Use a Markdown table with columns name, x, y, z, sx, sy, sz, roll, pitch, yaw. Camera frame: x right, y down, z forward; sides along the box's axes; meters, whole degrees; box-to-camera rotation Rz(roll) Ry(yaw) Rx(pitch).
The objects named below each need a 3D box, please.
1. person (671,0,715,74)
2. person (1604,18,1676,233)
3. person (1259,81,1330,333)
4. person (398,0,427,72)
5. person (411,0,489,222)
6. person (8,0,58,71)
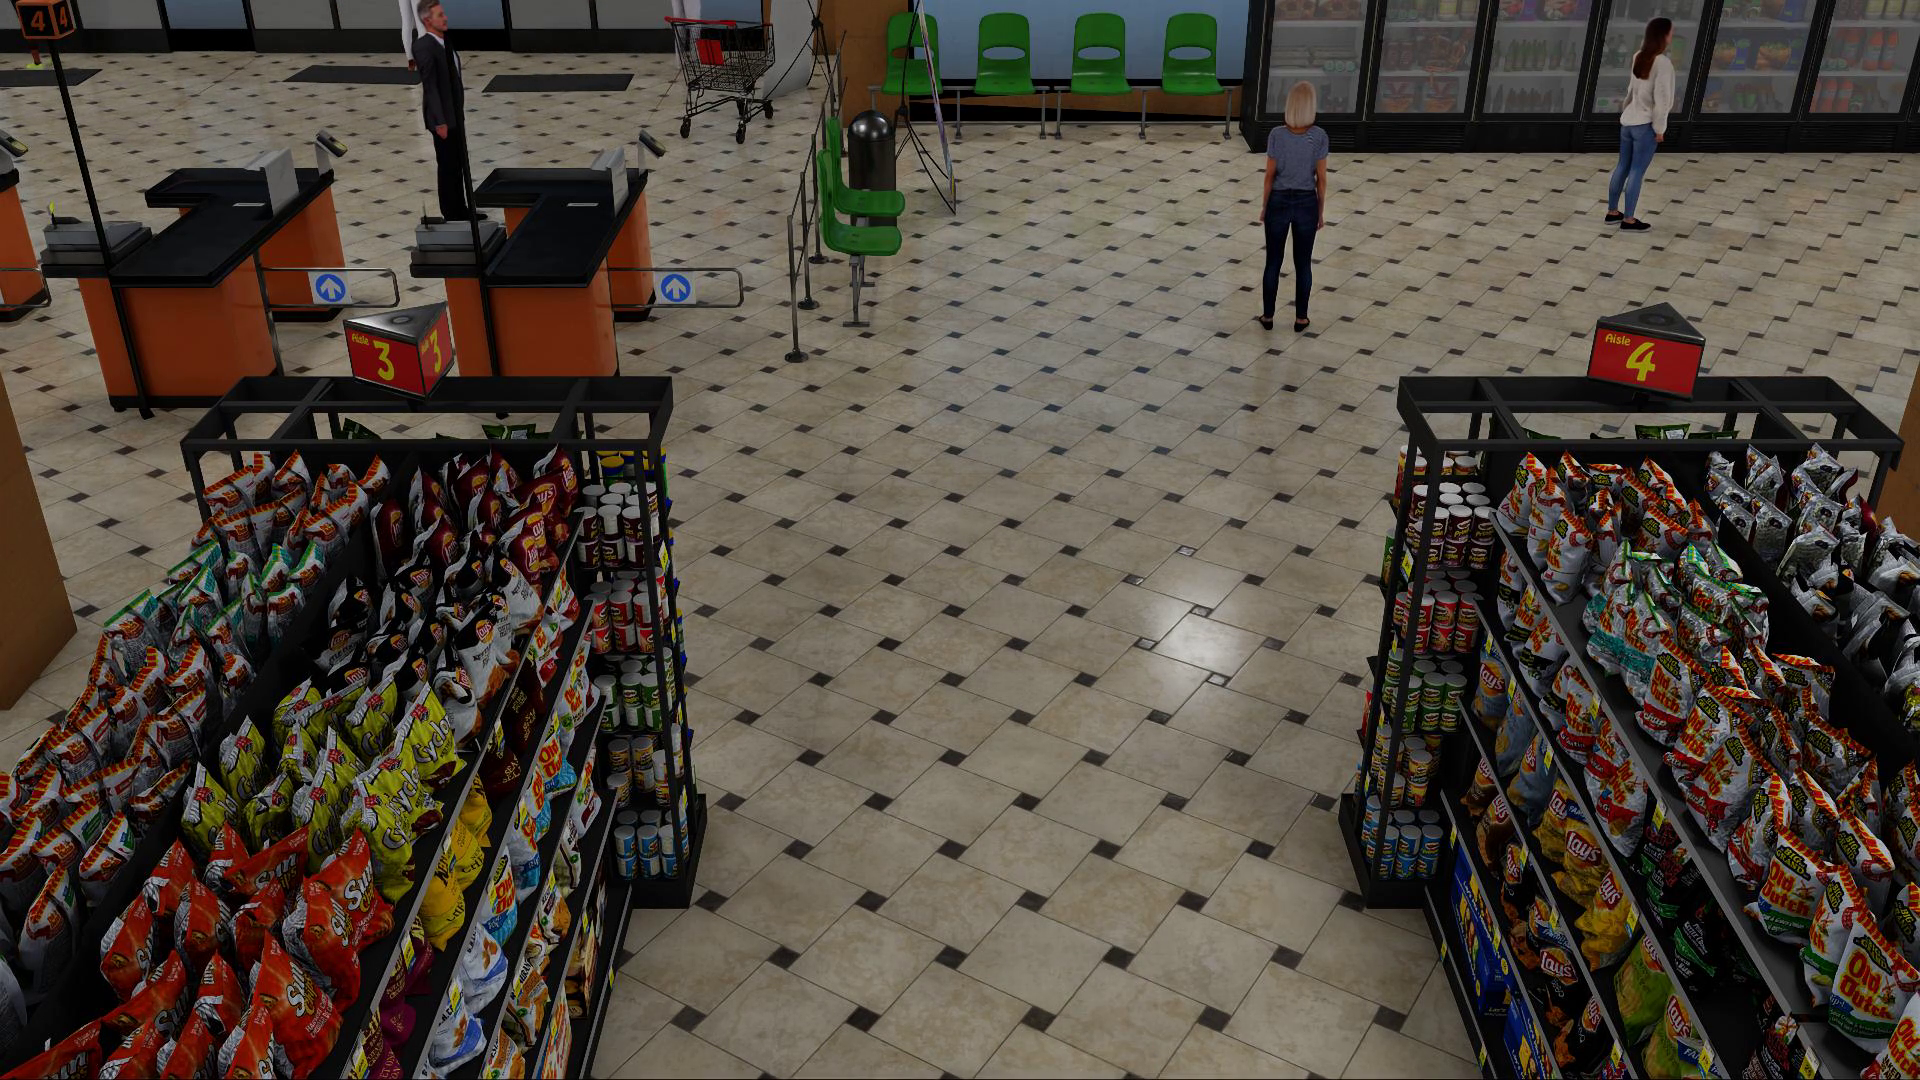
| name | x | y | z | sx | sy | sz | roll | pitch | yaw |
| --- | --- | --- | --- | --- | --- | --- | --- | --- | --- |
| person | -3.044 | -6.136 | 18.317 | 0.734 | 1.887 | 0.772 | 22 | 35 | 34 |
| person | 5.500 | -3.346 | 13.414 | 0.723 | 1.689 | 0.561 | -6 | 29 | -12 |
| person | 2.282 | -2.281 | 11.430 | 0.630 | 1.721 | 0.572 | 6 | 29 | 10 |
| person | -6.039 | -6.027 | 18.287 | 0.671 | 1.725 | 0.676 | 14 | 32 | 25 |
| person | -4.150 | -3.439 | 13.425 | 0.769 | 1.842 | 0.517 | 0 | 29 | -1 |
| person | -10.352 | -6.107 | 18.403 | 0.702 | 1.755 | 0.625 | 21 | 35 | 34 |
